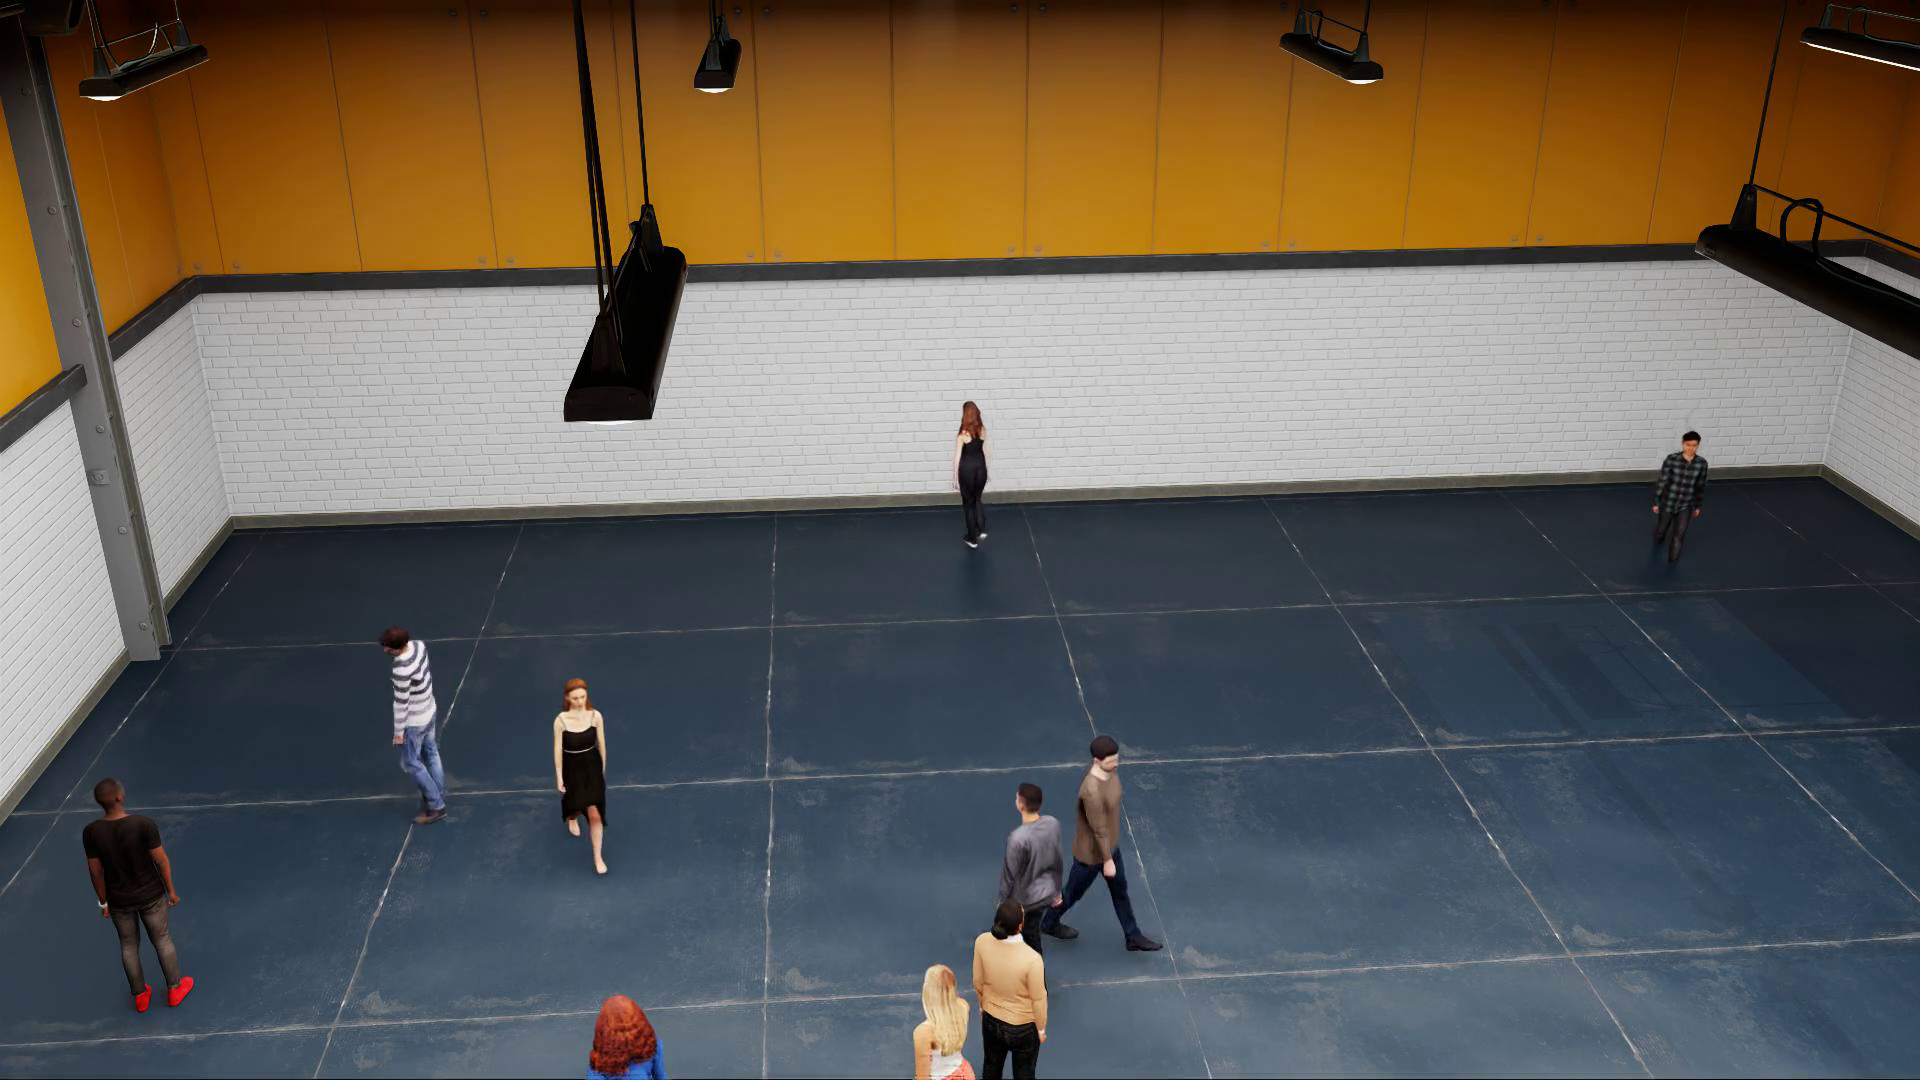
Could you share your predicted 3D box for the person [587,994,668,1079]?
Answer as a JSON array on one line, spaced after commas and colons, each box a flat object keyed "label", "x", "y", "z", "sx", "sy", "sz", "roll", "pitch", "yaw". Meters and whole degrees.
[{"label": "person", "x": -1.799, "y": 3.420, "z": 9.380, "sx": 0.881, "sy": 1.768, "sz": 1.221, "roll": -10, "pitch": 26, "yaw": -22}]

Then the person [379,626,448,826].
[{"label": "person", "x": -4.501, "y": 1.452, "z": 13.835, "sx": 0.835, "sy": 1.806, "sz": 0.610, "roll": 9, "pitch": 25, "yaw": 20}]

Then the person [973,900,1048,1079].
[{"label": "person", "x": 0.315, "y": 2.991, "z": 10.379, "sx": 0.757, "sy": 1.754, "sz": 0.787, "roll": 14, "pitch": 27, "yaw": 28}]

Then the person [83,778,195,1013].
[{"label": "person", "x": -5.731, "y": 2.457, "z": 11.539, "sx": 0.681, "sy": 1.803, "sz": 0.582, "roll": -6, "pitch": 24, "yaw": -14}]

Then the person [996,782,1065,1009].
[{"label": "person", "x": 0.554, "y": 2.508, "z": 11.493, "sx": 0.811, "sy": 1.747, "sz": 0.757, "roll": 21, "pitch": 31, "yaw": 40}]

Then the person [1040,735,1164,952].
[{"label": "person", "x": 0.897, "y": 2.220, "z": 12.045, "sx": 1.070, "sy": 1.832, "sz": 1.210, "roll": 7, "pitch": 25, "yaw": 15}]

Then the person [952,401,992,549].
[{"label": "person", "x": 0.183, "y": -0.717, "z": 18.882, "sx": 0.741, "sy": 1.739, "sz": 0.800, "roll": -13, "pitch": 27, "yaw": -27}]

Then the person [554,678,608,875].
[{"label": "person", "x": -3.040, "y": 1.815, "z": 13.260, "sx": 0.728, "sy": 1.601, "sz": 1.039, "roll": -9, "pitch": 25, "yaw": -19}]

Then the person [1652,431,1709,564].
[{"label": "person", "x": 8.099, "y": -0.453, "z": 18.810, "sx": 0.972, "sy": 1.695, "sz": 1.136, "roll": 9, "pitch": 25, "yaw": 19}]

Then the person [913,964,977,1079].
[{"label": "person", "x": -0.014, "y": 3.302, "z": 9.676, "sx": 1.167, "sy": 1.748, "sz": 1.311, "roll": -22, "pitch": 32, "yaw": -40}]
